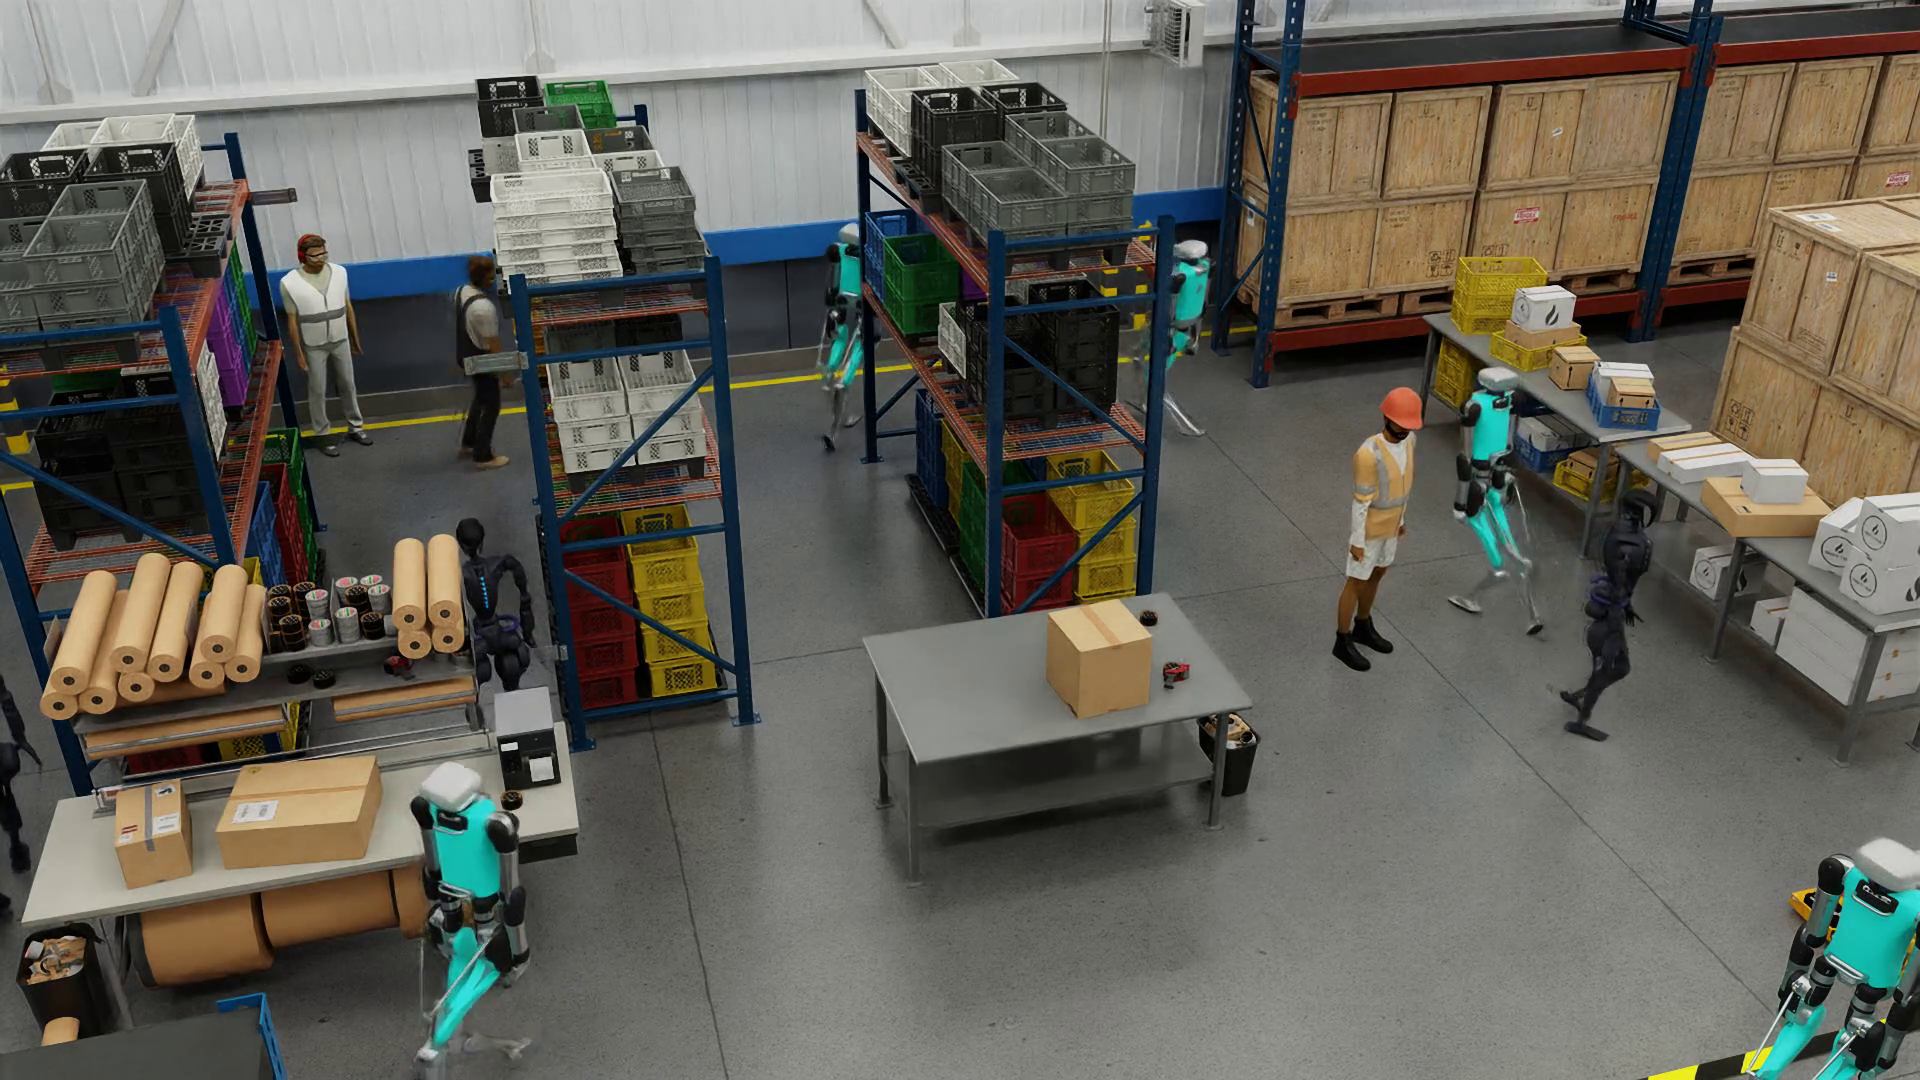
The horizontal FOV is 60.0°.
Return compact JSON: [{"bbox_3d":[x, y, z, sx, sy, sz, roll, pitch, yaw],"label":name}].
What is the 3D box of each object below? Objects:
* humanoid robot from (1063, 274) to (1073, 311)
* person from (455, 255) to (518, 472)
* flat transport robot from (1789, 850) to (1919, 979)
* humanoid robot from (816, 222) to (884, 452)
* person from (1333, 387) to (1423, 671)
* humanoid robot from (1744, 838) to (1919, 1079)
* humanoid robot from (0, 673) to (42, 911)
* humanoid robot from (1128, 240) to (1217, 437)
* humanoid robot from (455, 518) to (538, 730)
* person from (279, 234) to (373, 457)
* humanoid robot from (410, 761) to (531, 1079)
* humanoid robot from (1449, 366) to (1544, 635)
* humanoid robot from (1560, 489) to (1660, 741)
[{"bbox_3d":[0.690,-1.577,13.635,0.769,1.646,0.608,22,36,34],"label":"humanoid robot"},{"bbox_3d":[-3.750,-1.379,13.075,0.430,1.805,0.563,-23,36,-35],"label":"person"},{"bbox_3d":[5.163,1.916,8.676,1.431,0.231,0.659,-8,30,-14],"label":"flat transport robot"},{"bbox_3d":[-0.982,-1.612,13.619,0.556,1.830,0.897,12,31,21],"label":"humanoid robot"},{"bbox_3d":[2.689,-0.088,10.597,0.545,1.930,0.380,-25,37,-37],"label":"person"},{"bbox_3d":[3.498,2.017,6.830,0.735,1.675,0.533,-16,33,-27],"label":"humanoid robot"},{"bbox_3d":[-5.123,1.148,8.625,0.588,1.621,0.631,-16,33,-27],"label":"humanoid robot"},{"bbox_3d":[1.647,-1.685,13.738,1.032,1.744,0.545,26,38,38],"label":"humanoid robot"},{"bbox_3d":[-2.708,0.629,9.561,0.601,1.641,0.415,-15,32,-25],"label":"humanoid robot"},{"bbox_3d":[-5.128,-1.592,13.433,0.385,1.836,0.566,25,37,38],"label":"person"},{"bbox_3d":[-2.261,1.896,7.255,0.535,1.784,1.023,13,31,22],"label":"humanoid robot"},{"bbox_3d":[3.665,-0.174,11.017,0.559,1.834,0.887,-19,34,-31],"label":"humanoid robot"},{"bbox_3d":[3.862,0.447,9.882,0.378,1.643,0.589,14,32,24],"label":"humanoid robot"}]
